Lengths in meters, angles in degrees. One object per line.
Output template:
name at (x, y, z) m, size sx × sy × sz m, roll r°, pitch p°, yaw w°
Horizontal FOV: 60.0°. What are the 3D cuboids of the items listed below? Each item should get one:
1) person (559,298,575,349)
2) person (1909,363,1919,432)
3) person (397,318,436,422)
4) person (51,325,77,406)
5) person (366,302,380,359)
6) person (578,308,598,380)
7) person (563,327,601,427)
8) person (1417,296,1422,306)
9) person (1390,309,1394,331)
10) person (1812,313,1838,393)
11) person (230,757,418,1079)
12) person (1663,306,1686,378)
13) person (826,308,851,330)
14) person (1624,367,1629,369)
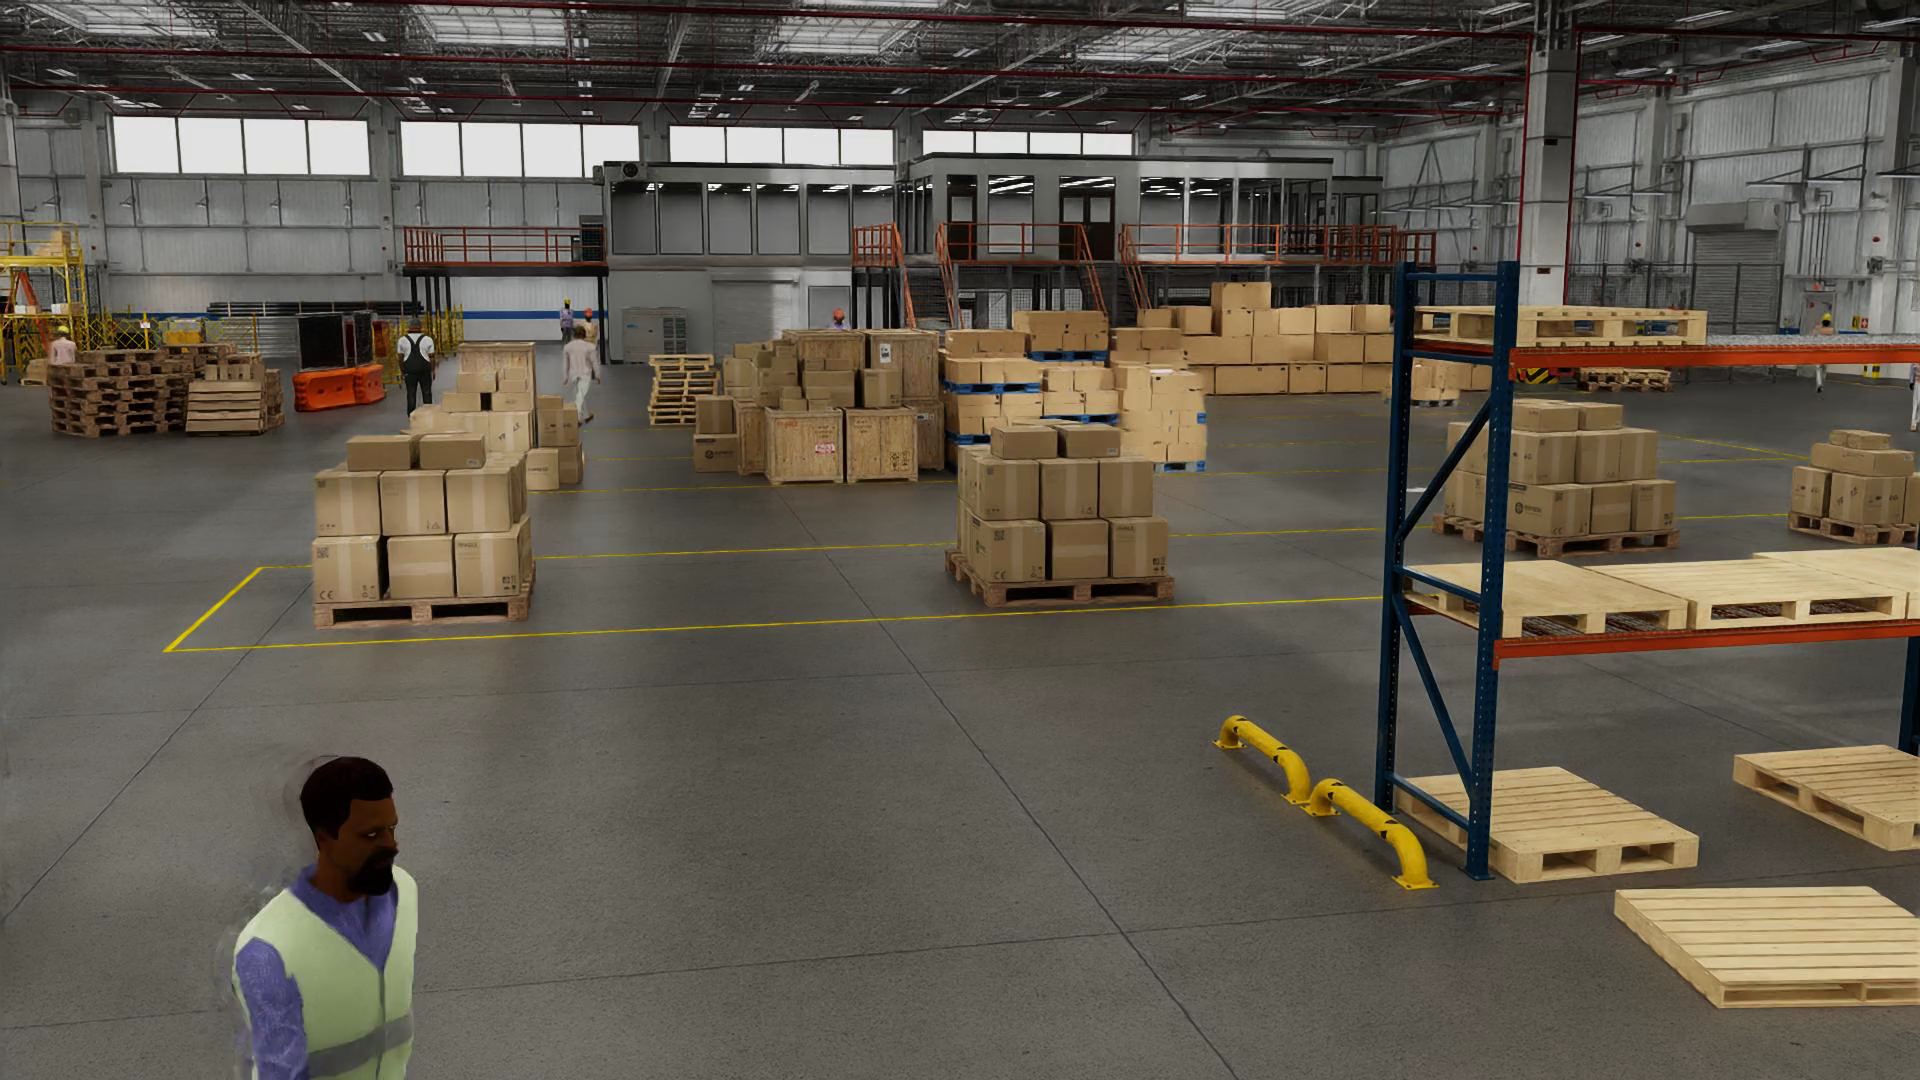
person at (-13.692, -7.460, 57.990) m, size 0.362 × 1.928 × 0.587 m, roll 7°, pitch 12°, yaw 36°
person at (17.668, -2.879, 30.330) m, size 0.634 × 1.842 × 0.429 m, roll 5°, pitch 10°, yaw 27°
person at (-10.558, -3.315, 32.380) m, size 0.688 × 2.000 × 0.536 m, roll -2°, pitch 10°, yaw -13°
person at (-19.242, -3.728, 35.788) m, size 0.538 × 1.756 × 0.393 m, roll 0°, pitch 9°, yaw 0°
person at (-19.134, -6.832, 54.346) m, size 0.604 × 1.864 × 0.422 m, roll 8°, pitch 12°, yaw 40°
person at (-10.006, -5.278, 44.720) m, size 0.553 × 1.922 × 0.724 m, roll -4°, pitch 10°, yaw -25°
person at (-7.168, -3.097, 31.554) m, size 0.645 × 1.883 × 1.050 m, roll 2°, pitch 10°, yaw 13°
person at (17.766, -8.571, 64.870) m, size 0.606 × 1.909 × 0.905 m, roll 1°, pitch 9°, yaw 8°
person at (11.343, -5.120, 43.760) m, size 0.681 × 1.922 × 0.548 m, roll -8°, pitch 12°, yaw -39°
person at (20.785, -4.502, 40.035) m, size 0.586 × 1.902 × 0.855 m, roll 2°, pitch 10°, yaw 14°
person at (-1.464, 1.431, 4.003) m, size 1.024 × 1.868 × 0.590 m, roll 4°, pitch 10°, yaw 21°
person at (19.041, -5.258, 44.421) m, size 0.643 × 1.976 × 0.619 m, roll 2°, pitch 10°, yaw 14°
person at (-2.856, -4.467, 39.403) m, size 0.614 × 2.038 × 0.396 m, roll -3°, pitch 10°, yaw -19°
person at (19.376, -5.802, 48.668) m, size 0.527 × 1.668 × 0.811 m, roll -5°, pitch 11°, yaw -29°
